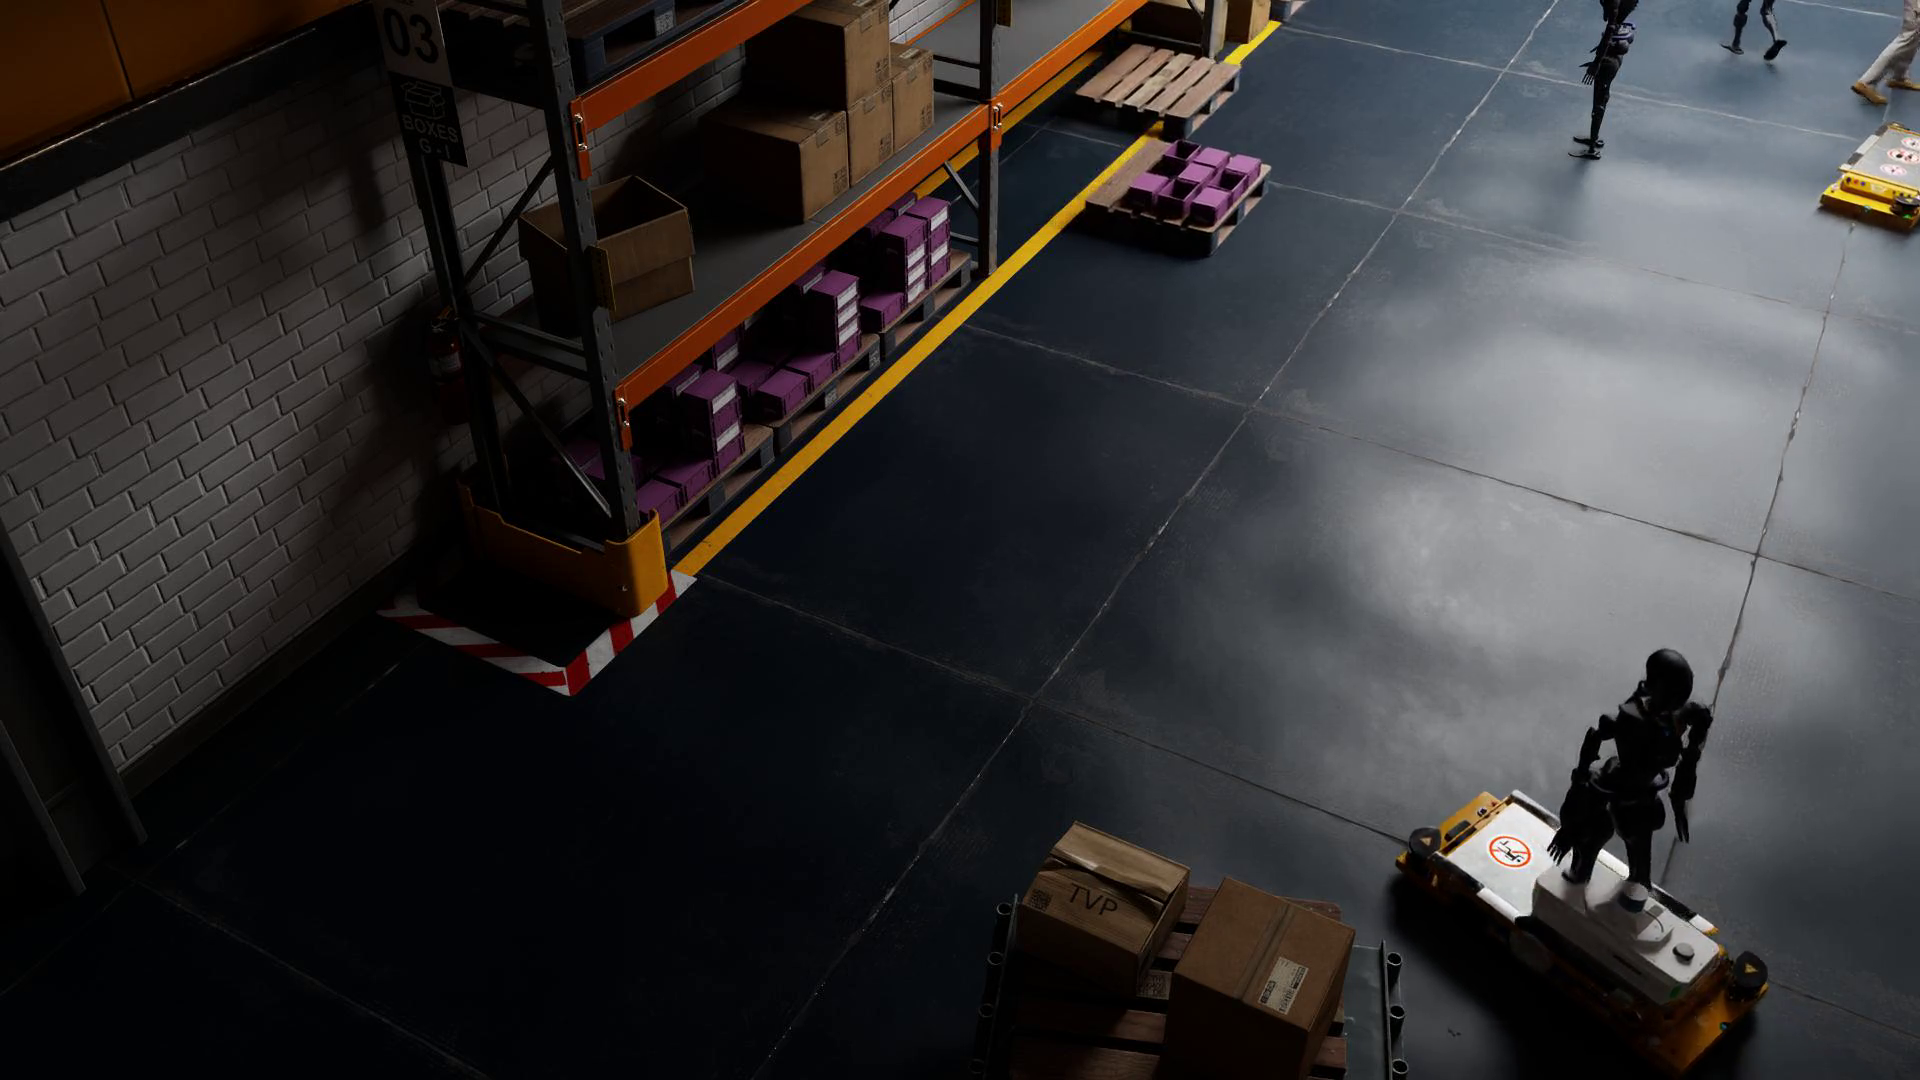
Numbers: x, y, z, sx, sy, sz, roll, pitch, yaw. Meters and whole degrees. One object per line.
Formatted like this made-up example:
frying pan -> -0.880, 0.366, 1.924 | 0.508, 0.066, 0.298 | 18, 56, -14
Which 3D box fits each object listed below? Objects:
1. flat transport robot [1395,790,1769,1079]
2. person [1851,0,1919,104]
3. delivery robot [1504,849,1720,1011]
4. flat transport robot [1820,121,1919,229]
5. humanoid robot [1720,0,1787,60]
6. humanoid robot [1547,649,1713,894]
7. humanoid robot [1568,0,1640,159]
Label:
flat transport robot -> 2.661, 1.632, 7.179 | 0.659, 0.231, 1.431 | -27, 46, -30
person -> 7.900, -4.540, 13.624 | 0.495, 1.872, 0.726 | 21, 43, 25
delivery robot -> 2.718, 1.646, 6.947 | 0.499, 0.613, 0.796 | -28, 46, -30
flat transport robot -> 7.176, -2.807, 12.729 | 0.659, 0.231, 1.431 | 28, 46, 30
humanoid robot -> 6.993, -4.945, 14.289 | 0.584, 1.640, 0.571 | -9, 39, -11
humanoid robot -> 2.687, 1.082, 6.732 | 0.602, 1.650, 0.316 | -7, 39, -9
humanoid robot -> 4.982, -3.767, 12.791 | 0.315, 1.657, 0.599 | 18, 42, 21
